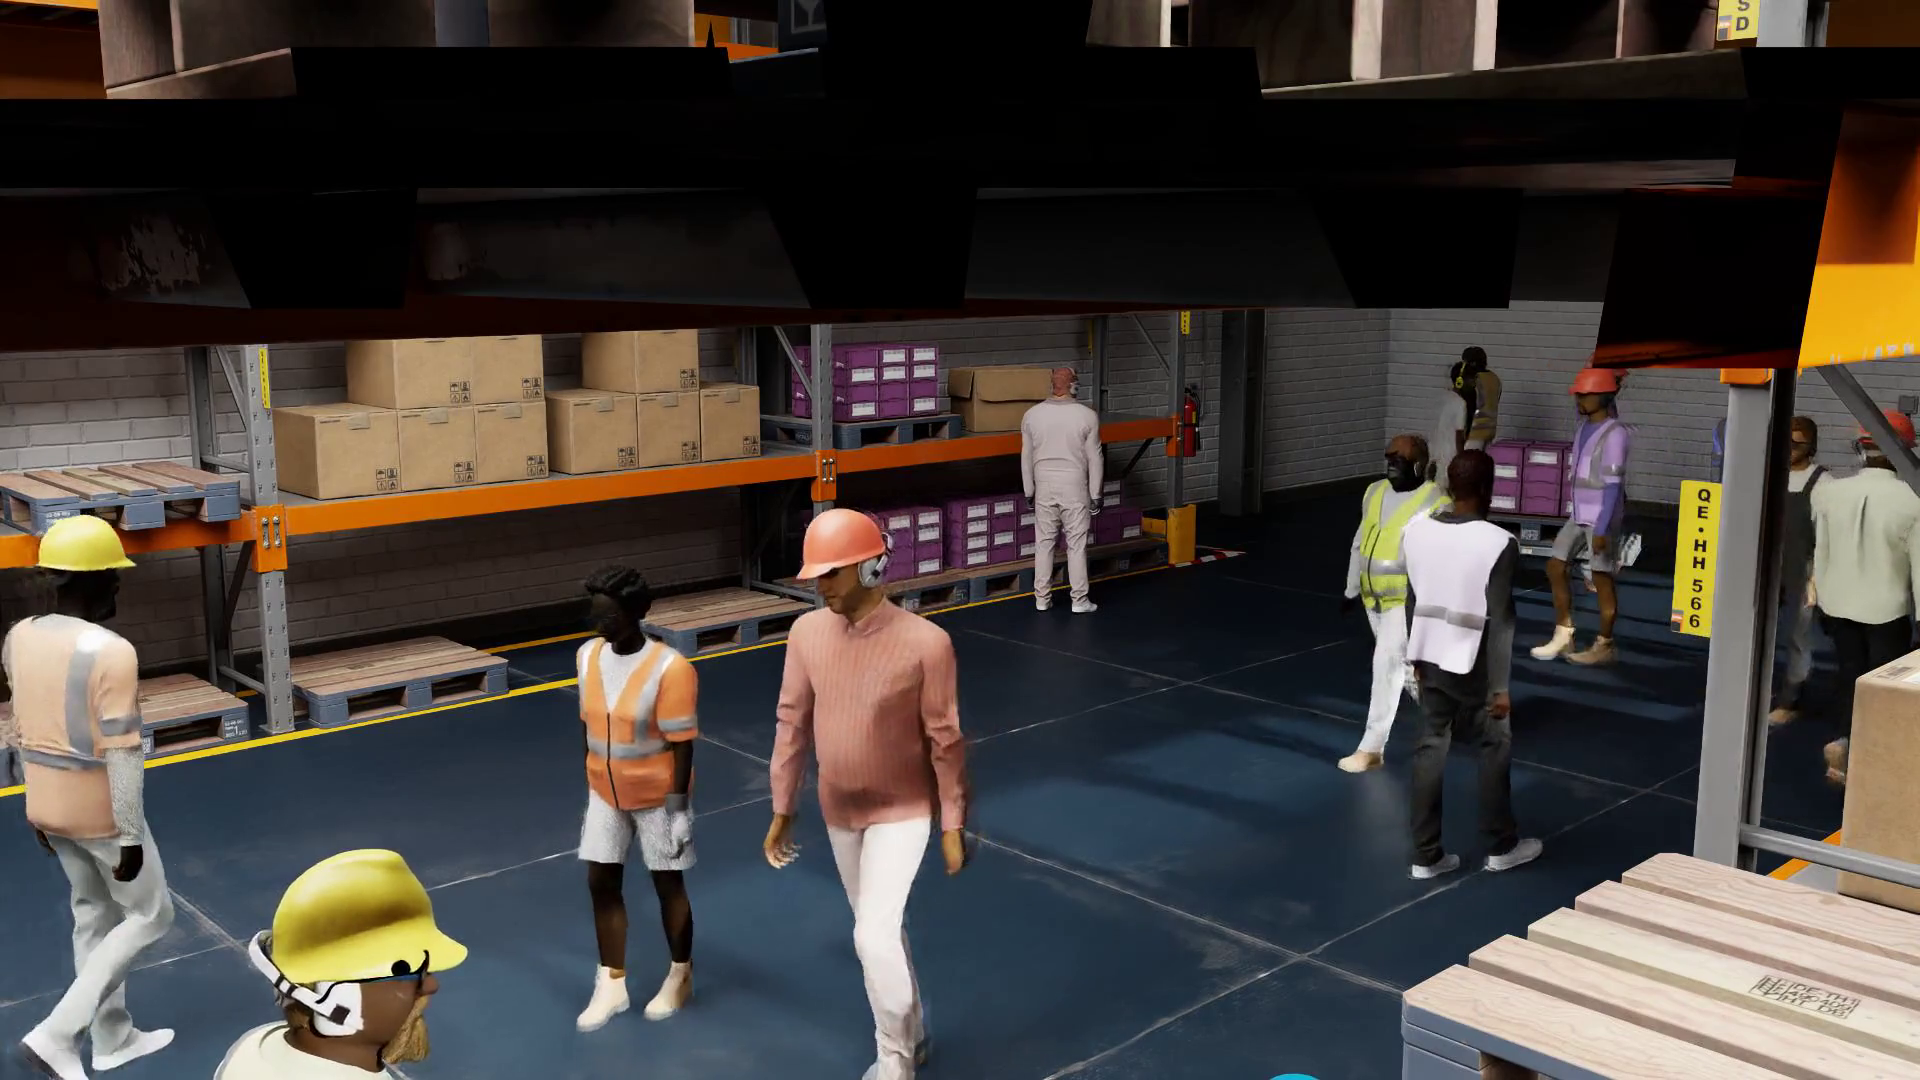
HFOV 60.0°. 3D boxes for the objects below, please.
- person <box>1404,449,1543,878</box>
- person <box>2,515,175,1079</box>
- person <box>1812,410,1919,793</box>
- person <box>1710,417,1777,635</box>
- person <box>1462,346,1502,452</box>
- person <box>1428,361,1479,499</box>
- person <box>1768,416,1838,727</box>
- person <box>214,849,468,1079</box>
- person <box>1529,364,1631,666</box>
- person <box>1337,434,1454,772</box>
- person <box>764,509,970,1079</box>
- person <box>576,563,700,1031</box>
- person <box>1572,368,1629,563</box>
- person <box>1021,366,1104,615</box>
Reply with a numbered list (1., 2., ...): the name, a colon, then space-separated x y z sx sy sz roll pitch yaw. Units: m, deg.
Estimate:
1. person: 2.285 0.539 7.380 0.741 1.897 0.625 -7 12 -35
2. person: -2.866 0.874 5.413 0.588 1.913 0.537 5 11 25
3. person: 4.537 0.339 8.368 0.648 1.970 0.622 -6 12 -33
4. person: 5.671 -0.255 11.967 0.373 1.928 0.543 -6 11 -31
5. person: 5.172 -1.030 16.771 0.619 1.839 0.430 -9 13 -42
6. person: 4.347 -0.704 14.957 0.981 1.815 0.549 0 10 1
7. person: 4.751 0.201 9.584 0.562 1.826 0.524 -6 12 -33
8. person: -0.944 1.380 2.667 0.404 1.830 0.599 -9 13 -41
9. person: 4.094 -0.146 11.027 0.686 2.025 0.636 -1 10 -7
10. person: 2.424 0.310 9.031 0.925 1.805 0.623 -5 11 -26
11. person: -0.313 0.875 5.272 0.621 1.949 0.773 6 11 32
12. person: -1.145 0.902 5.907 0.563 1.687 0.373 5 11 25
13. person: 5.702 -0.709 14.672 0.578 1.905 0.553 6 12 32
14. person: 0.798 -0.380 12.762 0.648 1.904 0.401 4 11 23
